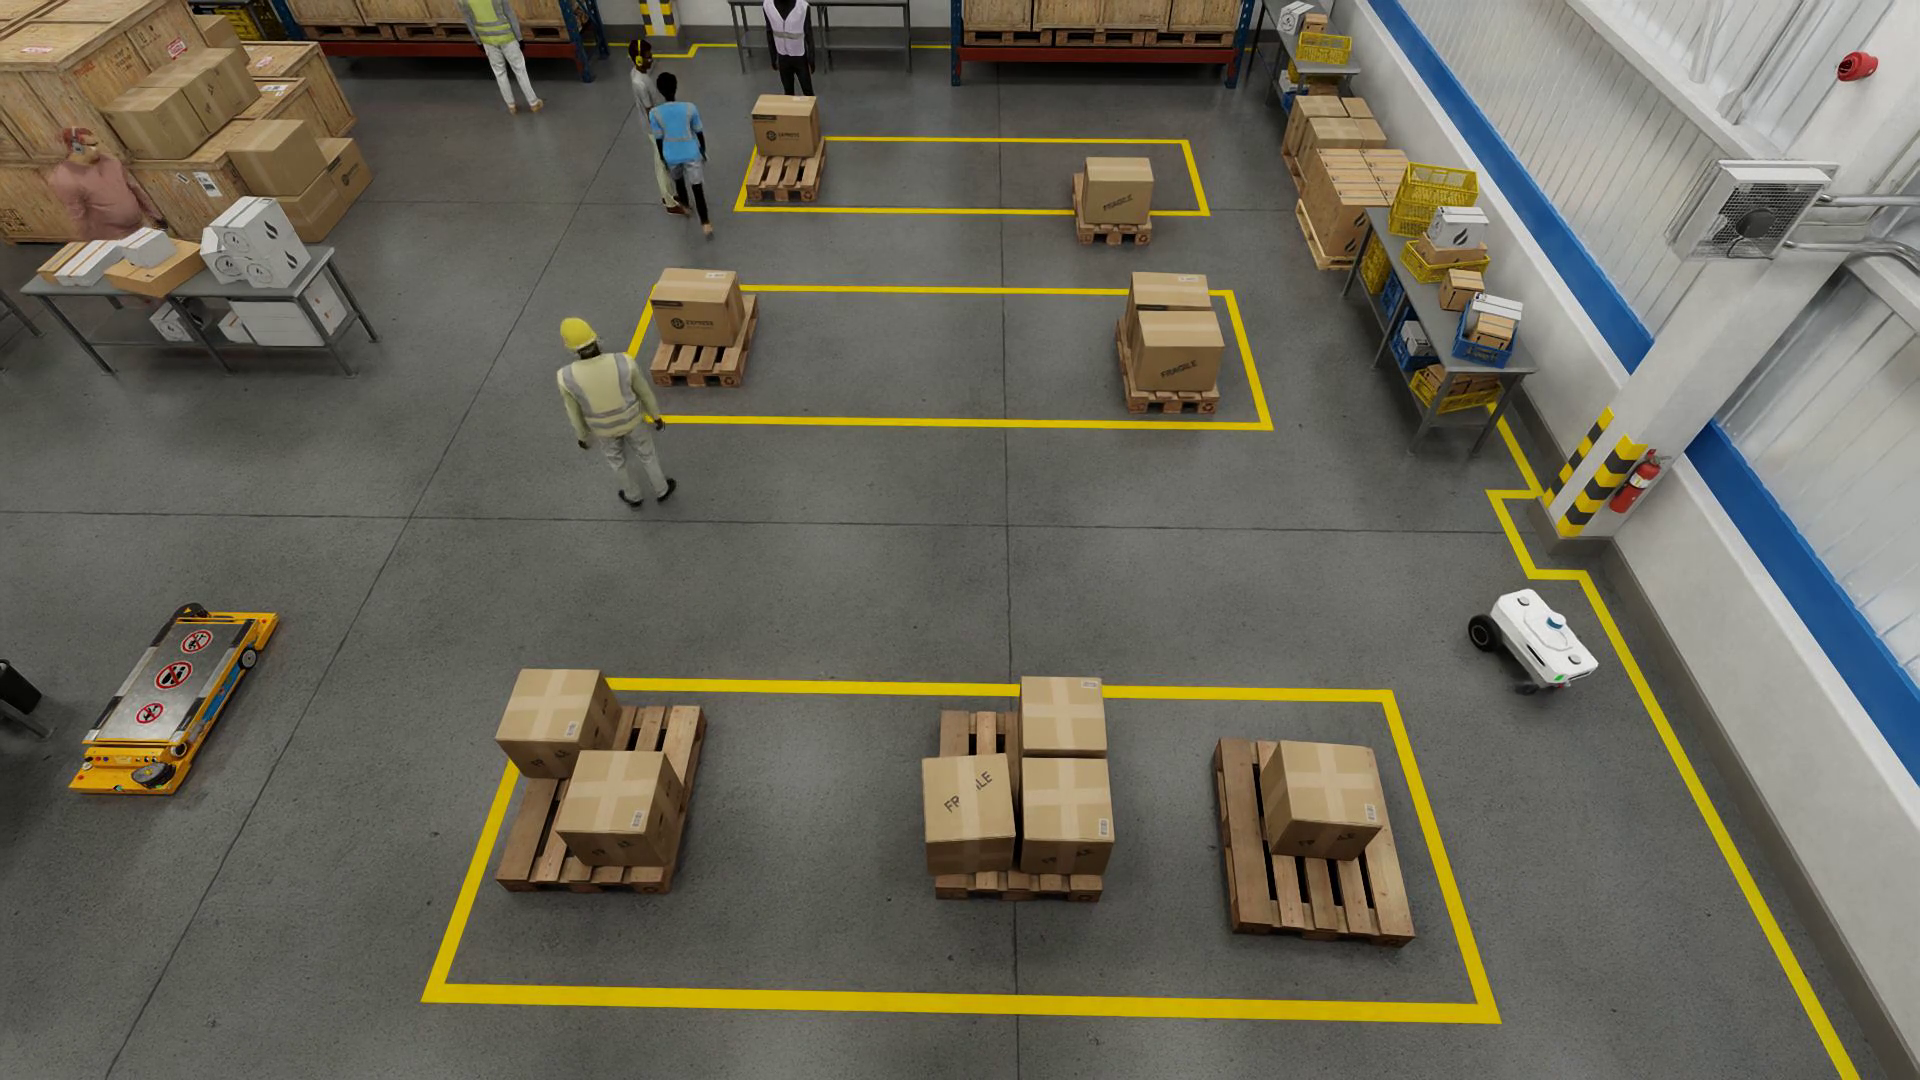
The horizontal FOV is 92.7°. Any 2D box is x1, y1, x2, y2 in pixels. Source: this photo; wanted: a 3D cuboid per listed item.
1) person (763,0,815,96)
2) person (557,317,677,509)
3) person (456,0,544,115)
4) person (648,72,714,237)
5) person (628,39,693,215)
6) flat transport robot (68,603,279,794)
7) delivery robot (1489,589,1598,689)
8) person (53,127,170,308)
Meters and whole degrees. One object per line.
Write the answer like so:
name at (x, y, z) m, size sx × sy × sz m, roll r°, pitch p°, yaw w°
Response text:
person at (-2.074, -6.026, 11.385) m, size 0.592 × 1.909 × 0.384 m, roll 7°, pitch 50°, yaw 6°
person at (-2.679, -0.947, 7.152) m, size 0.664 × 1.812 × 0.402 m, roll -20°, pitch 53°, yaw -16°
person at (-5.931, -6.450, 11.785) m, size 0.627 × 1.844 × 0.429 m, roll -6°, pitch 50°, yaw -5°
person at (-3.007, -4.175, 9.991) m, size 0.535 × 1.639 × 0.850 m, roll -12°, pitch 51°, yaw -10°
person at (-3.357, -4.557, 10.170) m, size 0.328 × 1.865 × 0.519 m, roll -17°, pitch 52°, yaw -14°
flat transport robot at (-5.504, 1.072, 6.442) m, size 0.652 × 0.197 × 1.431 m, roll 1°, pitch 50°, yaw 1°
delivery robot at (4.134, 0.698, 6.514) m, size 0.477 × 0.478 × 0.707 m, roll -14°, pitch 51°, yaw -11°
person at (-8.085, -3.044, 8.885) m, size 0.460 × 1.870 × 0.681 m, roll 9°, pitch 50°, yaw 7°
